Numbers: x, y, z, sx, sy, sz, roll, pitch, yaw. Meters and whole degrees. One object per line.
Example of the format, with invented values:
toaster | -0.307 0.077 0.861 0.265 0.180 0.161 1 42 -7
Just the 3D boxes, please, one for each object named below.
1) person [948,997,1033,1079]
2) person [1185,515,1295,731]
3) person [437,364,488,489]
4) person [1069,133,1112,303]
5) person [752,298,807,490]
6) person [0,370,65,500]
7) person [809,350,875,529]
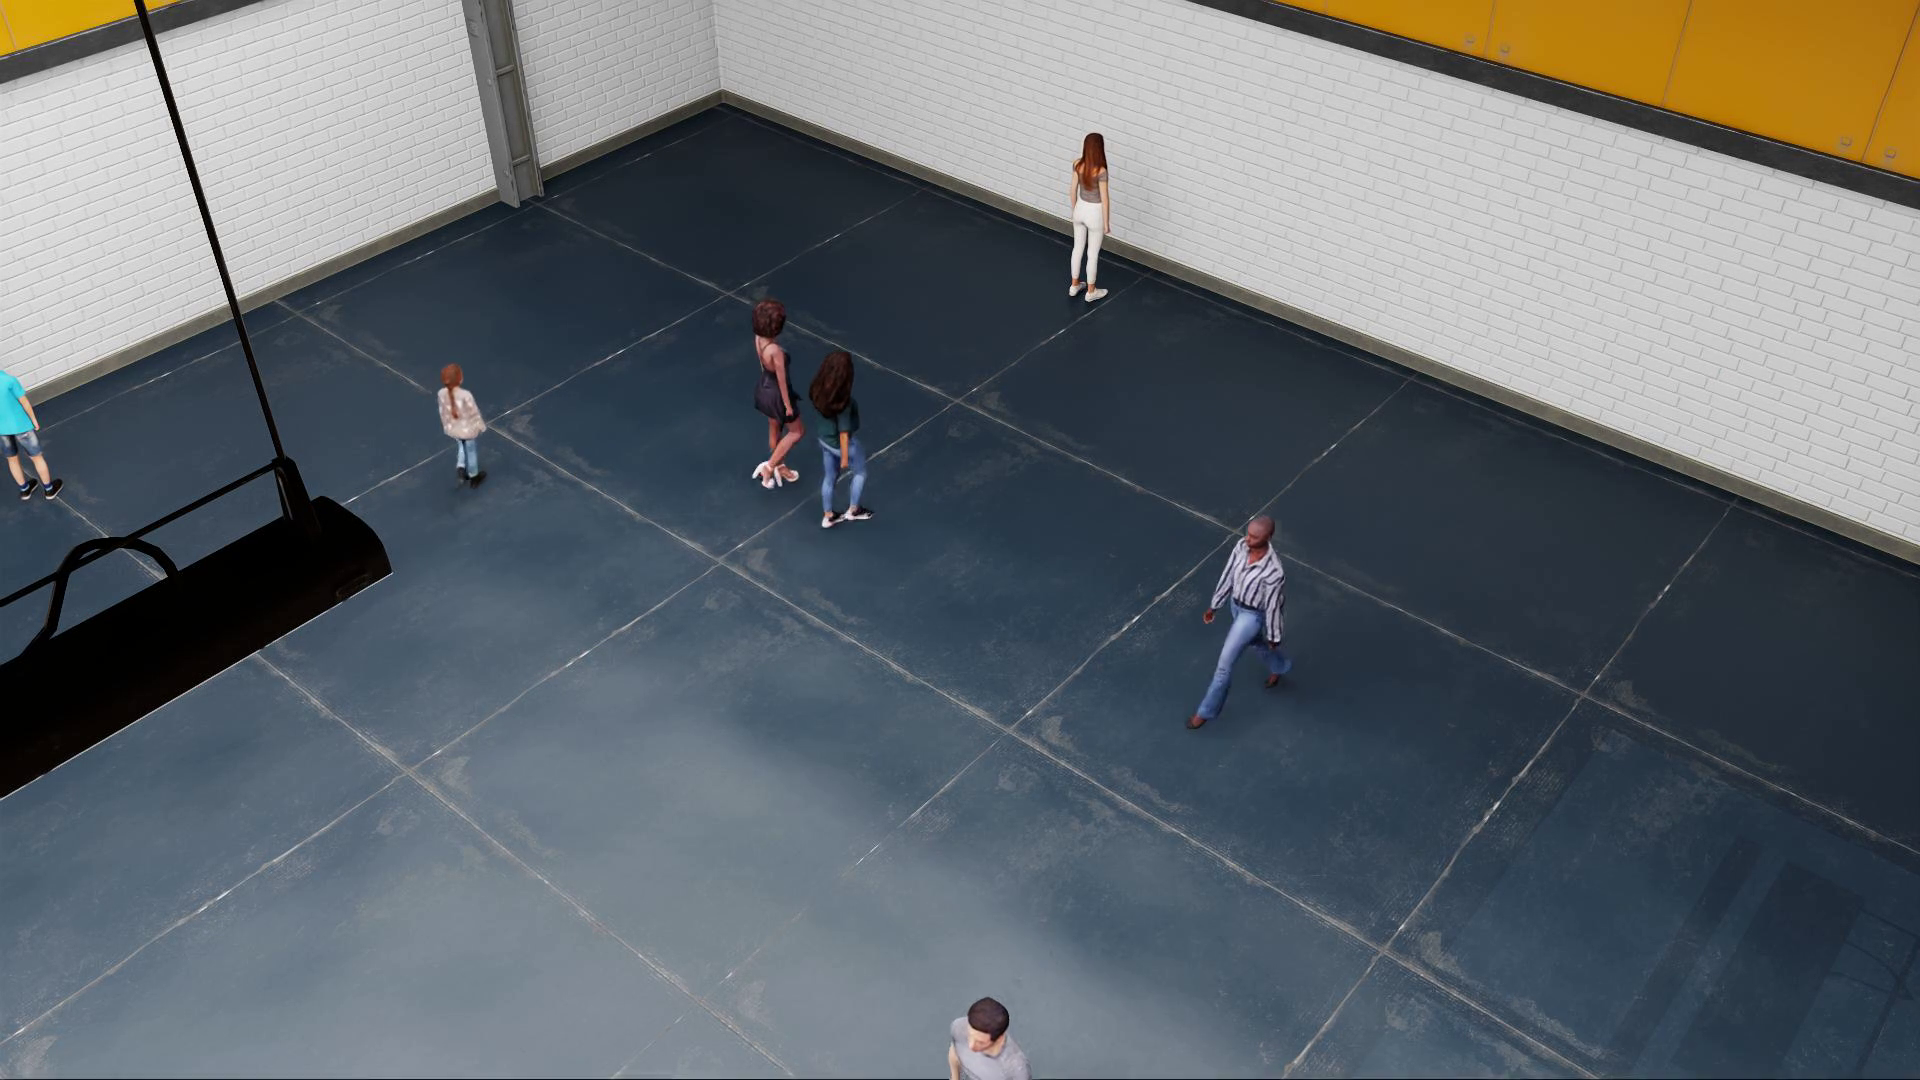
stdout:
person | 0.275 2.839 8.588 1.189 1.819 0.744 -31 48 -33
person | 2.085 0.510 11.573 1.272 1.734 1.000 -16 41 -19
person | -4.149 -0.917 13.798 0.557 1.188 0.592 11 40 14
person | 1.252 -3.145 16.157 0.589 1.724 0.498 28 46 30
person | -1.572 -1.130 13.590 0.790 1.780 0.678 -21 43 -25
person | -7.791 -0.966 13.650 0.589 1.448 0.649 -3 39 -4
person | -1.040 -0.759 13.269 0.697 1.600 0.648 -27 46 -30
